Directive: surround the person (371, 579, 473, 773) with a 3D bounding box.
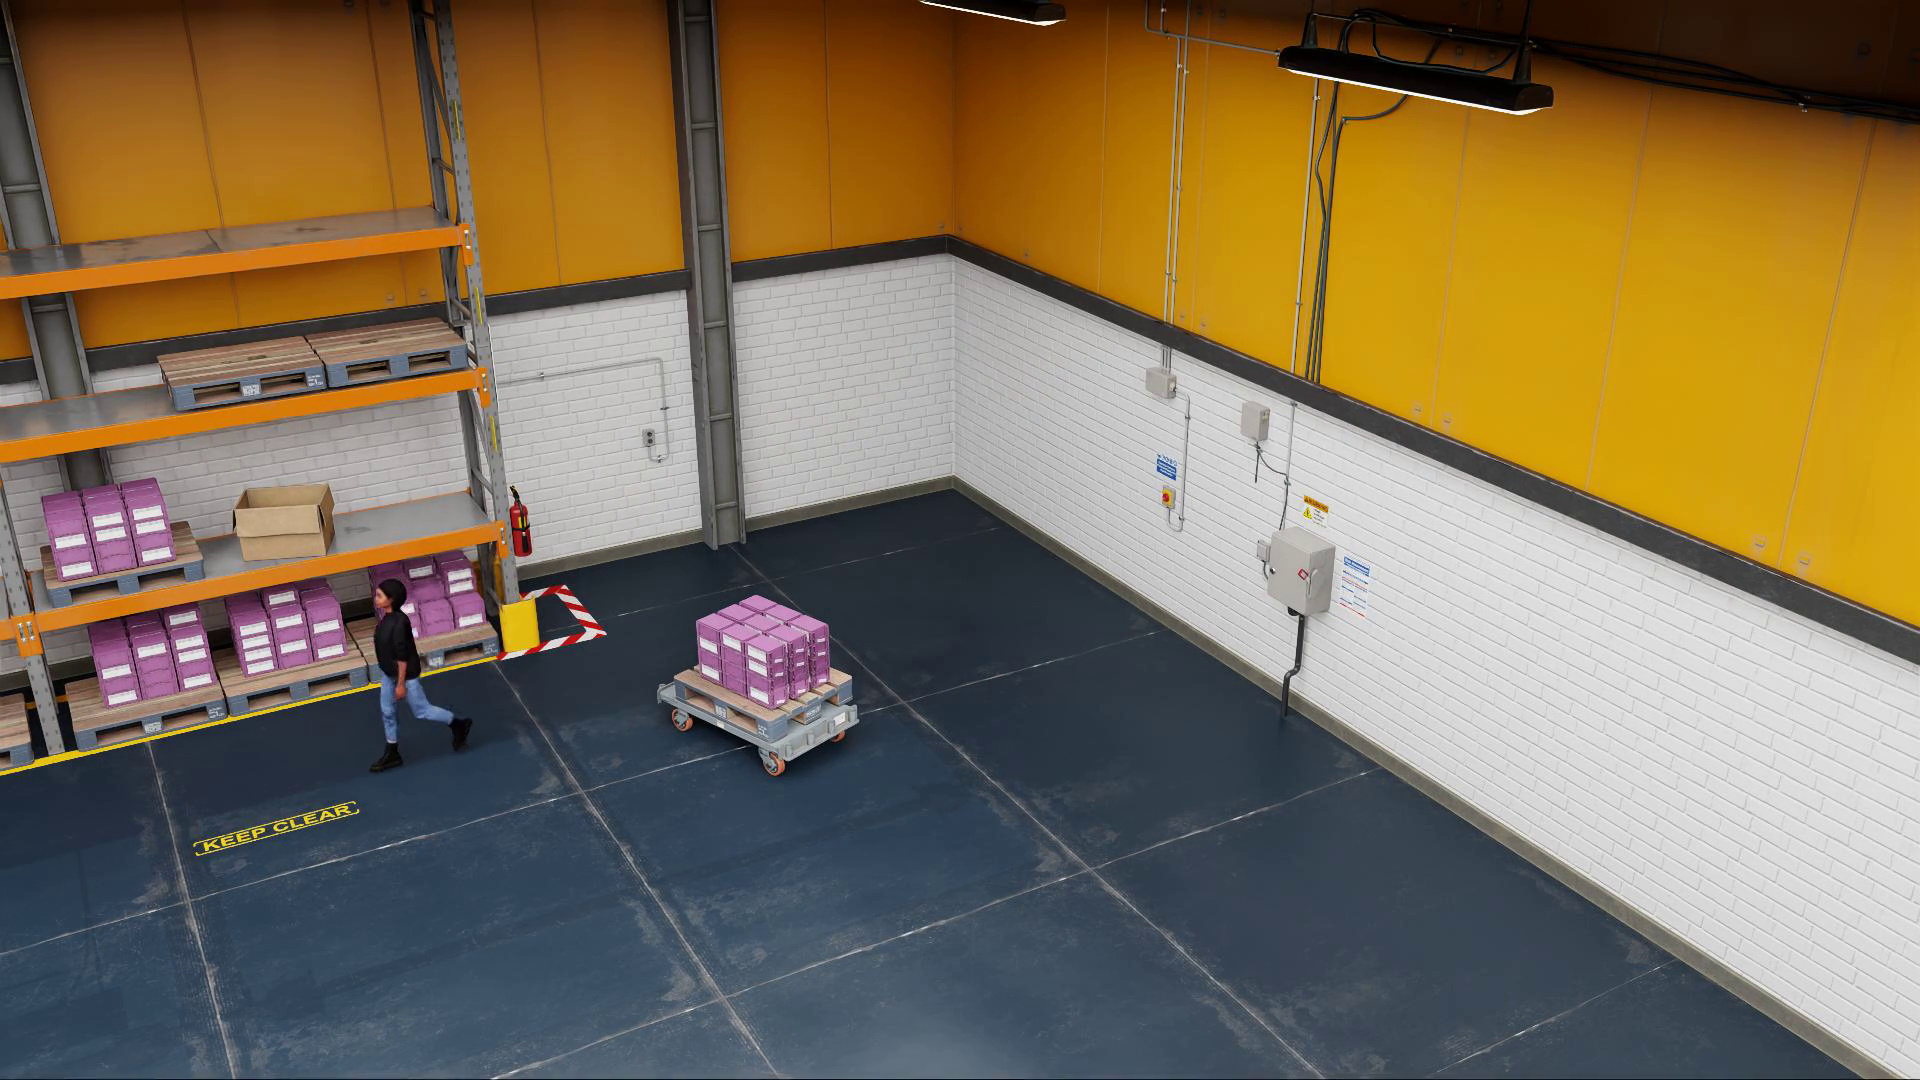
[{"bbox_3d":[-4.535,1.106,13.767,1.123,1.677,0.699,-19,30,-37],"label":"person"}]
